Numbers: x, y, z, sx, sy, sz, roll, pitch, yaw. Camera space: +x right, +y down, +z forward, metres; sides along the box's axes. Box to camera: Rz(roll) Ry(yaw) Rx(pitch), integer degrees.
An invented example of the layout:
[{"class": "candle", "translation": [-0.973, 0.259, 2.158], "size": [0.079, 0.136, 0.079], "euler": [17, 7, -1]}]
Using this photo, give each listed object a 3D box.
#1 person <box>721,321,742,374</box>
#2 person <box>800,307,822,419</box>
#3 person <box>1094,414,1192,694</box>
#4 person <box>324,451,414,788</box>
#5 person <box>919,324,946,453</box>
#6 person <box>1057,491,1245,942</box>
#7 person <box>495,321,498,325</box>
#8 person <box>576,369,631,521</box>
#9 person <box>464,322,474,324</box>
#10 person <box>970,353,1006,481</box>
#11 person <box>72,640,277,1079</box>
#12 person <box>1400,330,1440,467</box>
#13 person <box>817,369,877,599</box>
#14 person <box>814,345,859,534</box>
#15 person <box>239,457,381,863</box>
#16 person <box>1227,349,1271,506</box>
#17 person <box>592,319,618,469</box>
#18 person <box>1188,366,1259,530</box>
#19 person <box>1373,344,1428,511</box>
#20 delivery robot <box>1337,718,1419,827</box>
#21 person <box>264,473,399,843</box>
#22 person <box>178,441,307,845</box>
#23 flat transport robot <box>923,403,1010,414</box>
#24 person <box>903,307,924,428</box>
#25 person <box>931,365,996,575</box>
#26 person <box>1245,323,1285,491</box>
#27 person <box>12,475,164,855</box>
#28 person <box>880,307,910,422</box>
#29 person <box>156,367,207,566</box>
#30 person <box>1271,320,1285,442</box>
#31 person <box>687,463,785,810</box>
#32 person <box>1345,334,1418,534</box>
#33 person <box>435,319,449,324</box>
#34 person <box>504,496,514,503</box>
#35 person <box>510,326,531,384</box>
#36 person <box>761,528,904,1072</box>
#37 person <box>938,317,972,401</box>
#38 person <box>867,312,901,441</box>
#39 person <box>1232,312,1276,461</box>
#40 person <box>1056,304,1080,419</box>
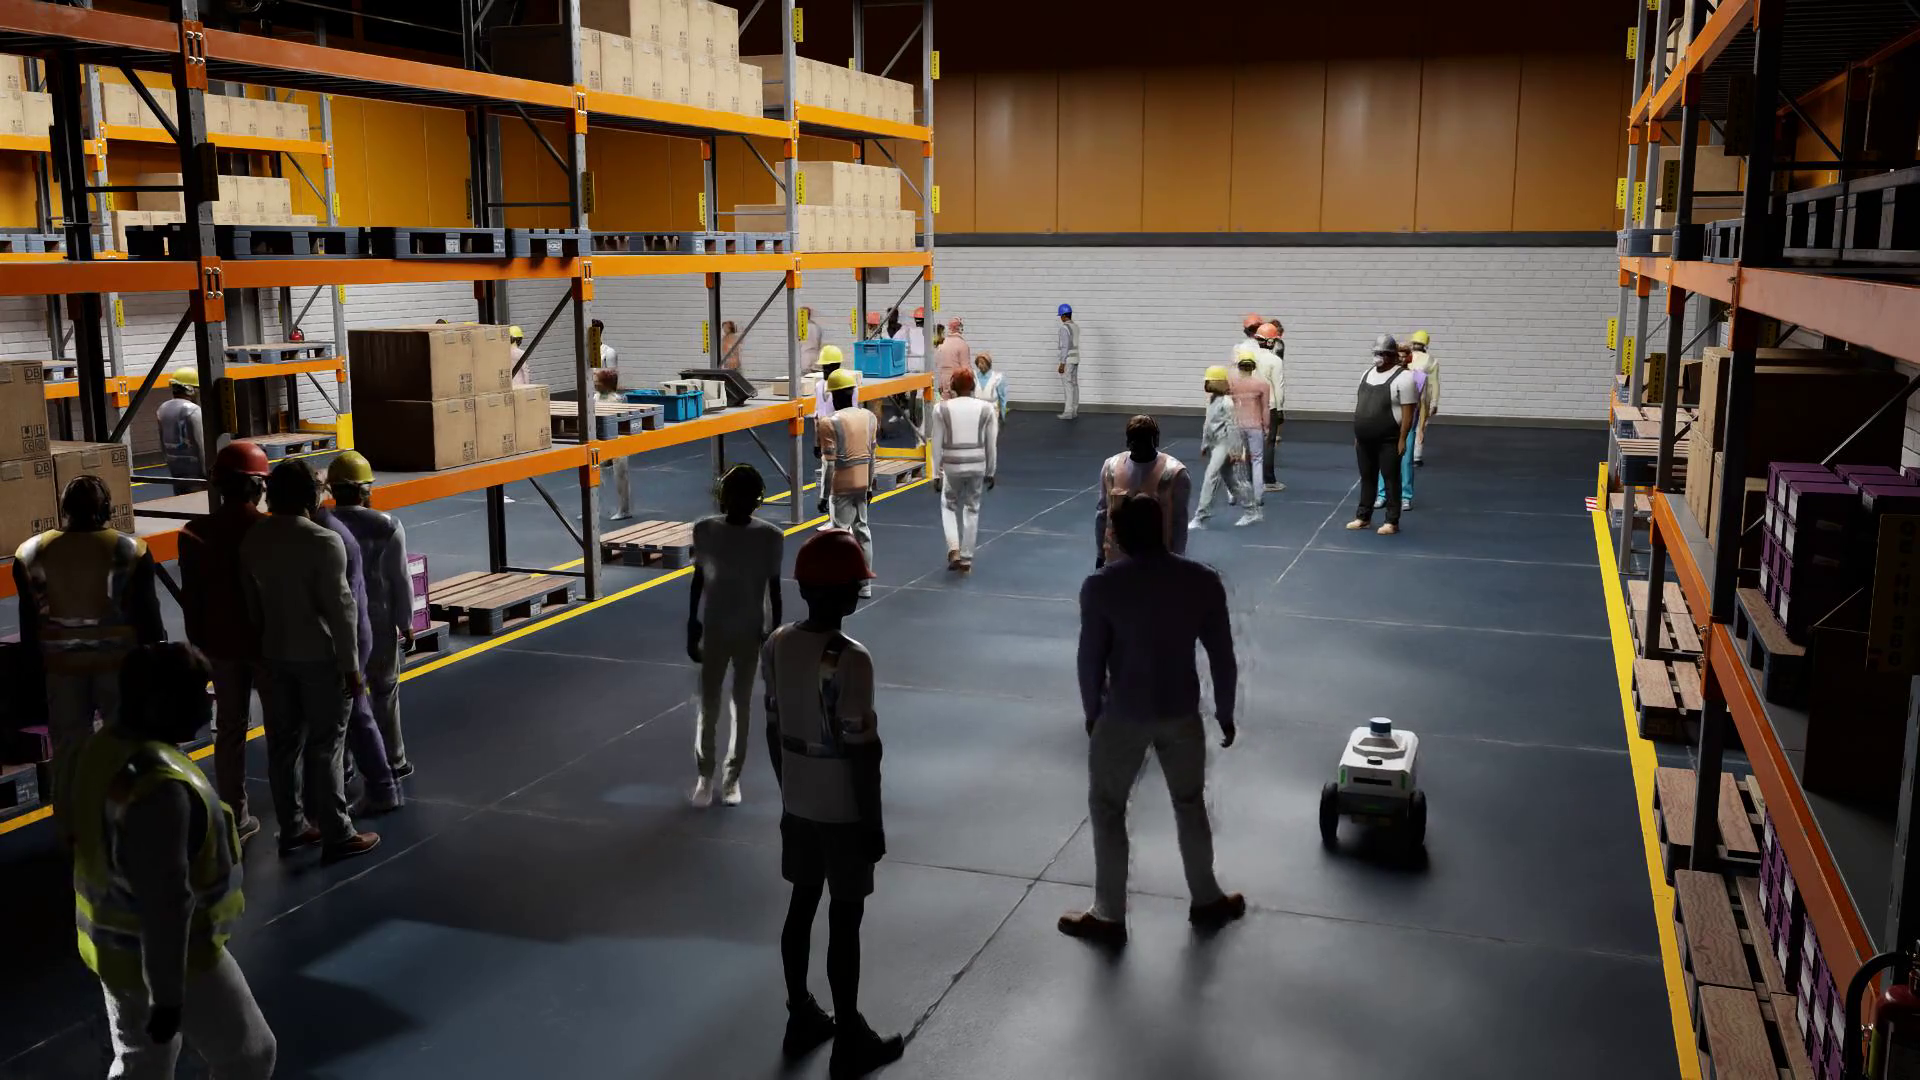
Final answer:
[{"class": "person", "translation": [-4.035, -2.975, 28.780], "size": [0.822, 1.594, 0.541], "euler": [-10, 14, -43]}, {"class": "person", "translation": [-2.680, -2.994, 28.109], "size": [0.700, 1.885, 0.686], "euler": [8, 13, 40]}, {"class": "person", "translation": [1.163, 0.105, 10.789], "size": [0.627, 1.844, 0.429], "euler": [4, 11, 22]}, {"class": "person", "translation": [-3.247, 0.433, 8.976], "size": [0.601, 1.828, 0.404], "euler": [-1, 10, -8]}, {"class": "person", "translation": [-0.250, -2.026, 22.764], "size": [0.740, 1.844, 0.565], "euler": [-2, 10, -9]}, {"class": "person", "translation": [0.884, 0.743, 7.059], "size": [0.859, 1.906, 0.387], "euler": [-3, 10, -16]}, {"class": "person", "translation": [-6.776, -2.253, 24.104], "size": [0.675, 1.839, 1.033], "euler": [0, 10, 0]}, {"class": "person", "translation": [-3.766, -0.983, 17.543], "size": [0.528, 1.611, 0.697], "euler": [7, 12, 35]}, {"class": "person", "translation": [-7.415, -2.435, 25.312], "size": [0.534, 1.766, 0.317], "euler": [5, 11, 27]}, {"class": "person", "translation": [0.307, -1.524, 20.673], "size": [0.504, 1.587, 0.899], "euler": [2, 10, 11]}, {"class": "person", "translation": [-2.245, 1.178, 4.830], "size": [0.622, 1.819, 0.574], "euler": [10, 14, 44]}, {"class": "person", "translation": [5.987, -1.847, 21.835], "size": [0.618, 1.820, 0.468], "euler": [5, 11, 28]}, {"class": "person", "translation": [-0.935, -0.439, 13.620], "size": [0.369, 1.925, 0.586], "euler": [9, 13, 41]}, {"class": "person", "translation": [-1.278, -1.011, 16.856], "size": [0.588, 1.920, 0.395], "euler": [9, 13, 41]}, {"class": "person", "translation": [-3.098, 0.569, 7.903], "size": [0.632, 1.940, 0.372], "euler": [5, 11, 24]}, {"class": "person", "translation": [3.219, -1.256, 18.691], "size": [0.535, 1.762, 0.330], "euler": [3, 11, 18]}, {"class": "person", "translation": [-4.748, -1.914, 21.803], "size": [0.614, 1.964, 0.361], "euler": [7, 12, 34]}, {"class": "person", "translation": [2.728, -0.958, 17.188], "size": [0.894, 1.701, 0.496], "euler": [-2, 10, -13]}, {"class": "person", "translation": [4.859, -1.243, 18.378], "size": [0.568, 1.841, 0.374], "euler": [5, 11, 26]}, {"class": "delivery robot", "translation": [2.104, 1.135, 8.346], "size": [0.477, 0.478, 0.707], "euler": [4, 11, 19]}, {"class": "person", "translation": [-3.150, 0.561, 8.214], "size": [0.794, 1.850, 0.657], "euler": [-7, 12, -36]}, {"class": "person", "translation": [-3.432, 0.515, 8.078], "size": [0.611, 1.985, 0.393], "euler": [0, 10, 2]}, {"class": "flat transport robot", "translation": [0.113, -2.286, 28.678], "size": [1.431, 0.197, 0.652], "euler": [-9, 13, -40]}, {"class": "person", "translation": [-0.633, -2.756, 26.633], "size": [0.552, 1.936, 0.358], "euler": [2, 10, 14]}, {"class": "person", "translation": [0.034, -0.614, 14.753], "size": [0.589, 1.868, 0.413], "euler": [-1, 10, -5]}, {"class": "person", "translation": [3.637, -1.586, 19.882], "size": [0.375, 1.995, 0.611], "euler": [-8, 13, -37]}, {"class": "person", "translation": [-4.174, 0.601, 8.039], "size": [0.625, 1.837, 0.430], "euler": [-2, 10, -13]}, {"class": "person", "translation": [-1.064, -2.885, 27.451], "size": [0.629, 1.898, 0.462], "euler": [6, 12, 30]}, {"class": "person", "translation": [-6.987, -0.656, 15.119], "size": [0.586, 1.827, 0.404], "euler": [6, 12, 30]}, {"class": "person", "translation": [4.687, -2.382, 24.919], "size": [0.634, 1.804, 0.613], "euler": [9, 14, 42]}, {"class": "person", "translation": [-1.154, 0.501, 8.597], "size": [0.528, 1.829, 0.498], "euler": [0, 10, -2]}, {"class": "person", "translation": [4.255, -1.079, 16.894], "size": [0.538, 2.000, 0.700], "euler": [-7, 12, -36]}, {"class": "person", "translation": [-7.390, -2.230, 23.861], "size": [0.511, 1.872, 0.329], "euler": [2, 10, 9]}, {"class": "person", "translation": [-5.271, -1.230, 18.894], "size": [0.268, 1.632, 0.509], "euler": [-5, 11, -26]}, {"class": "person", "translation": [-6.365, -2.186, 23.896], "size": [0.524, 1.772, 0.301], "euler": [6, 12, 31]}, {"class": "person", "translation": [-0.457, 0.918, 5.938], "size": [0.543, 1.939, 0.359], "euler": [10, 14, 43]}, {"class": "person", "translation": [-0.044, -2.208, 23.618], "size": [0.409, 1.912, 0.651], "euler": [-9, 13, -40]}, {"class": "person", "translation": [-1.256, -2.438, 24.905], "size": [0.870, 1.908, 0.587], "euler": [0, 10, 2]}, {"class": "person", "translation": [3.955, -2.029, 22.291], "size": [0.630, 2.026, 0.713], "euler": [-1, 10, -7]}, {"class": "person", "translation": [1.812, -3.007, 28.055], "size": [0.417, 1.934, 0.606], "euler": [5, 11, 25]}]
